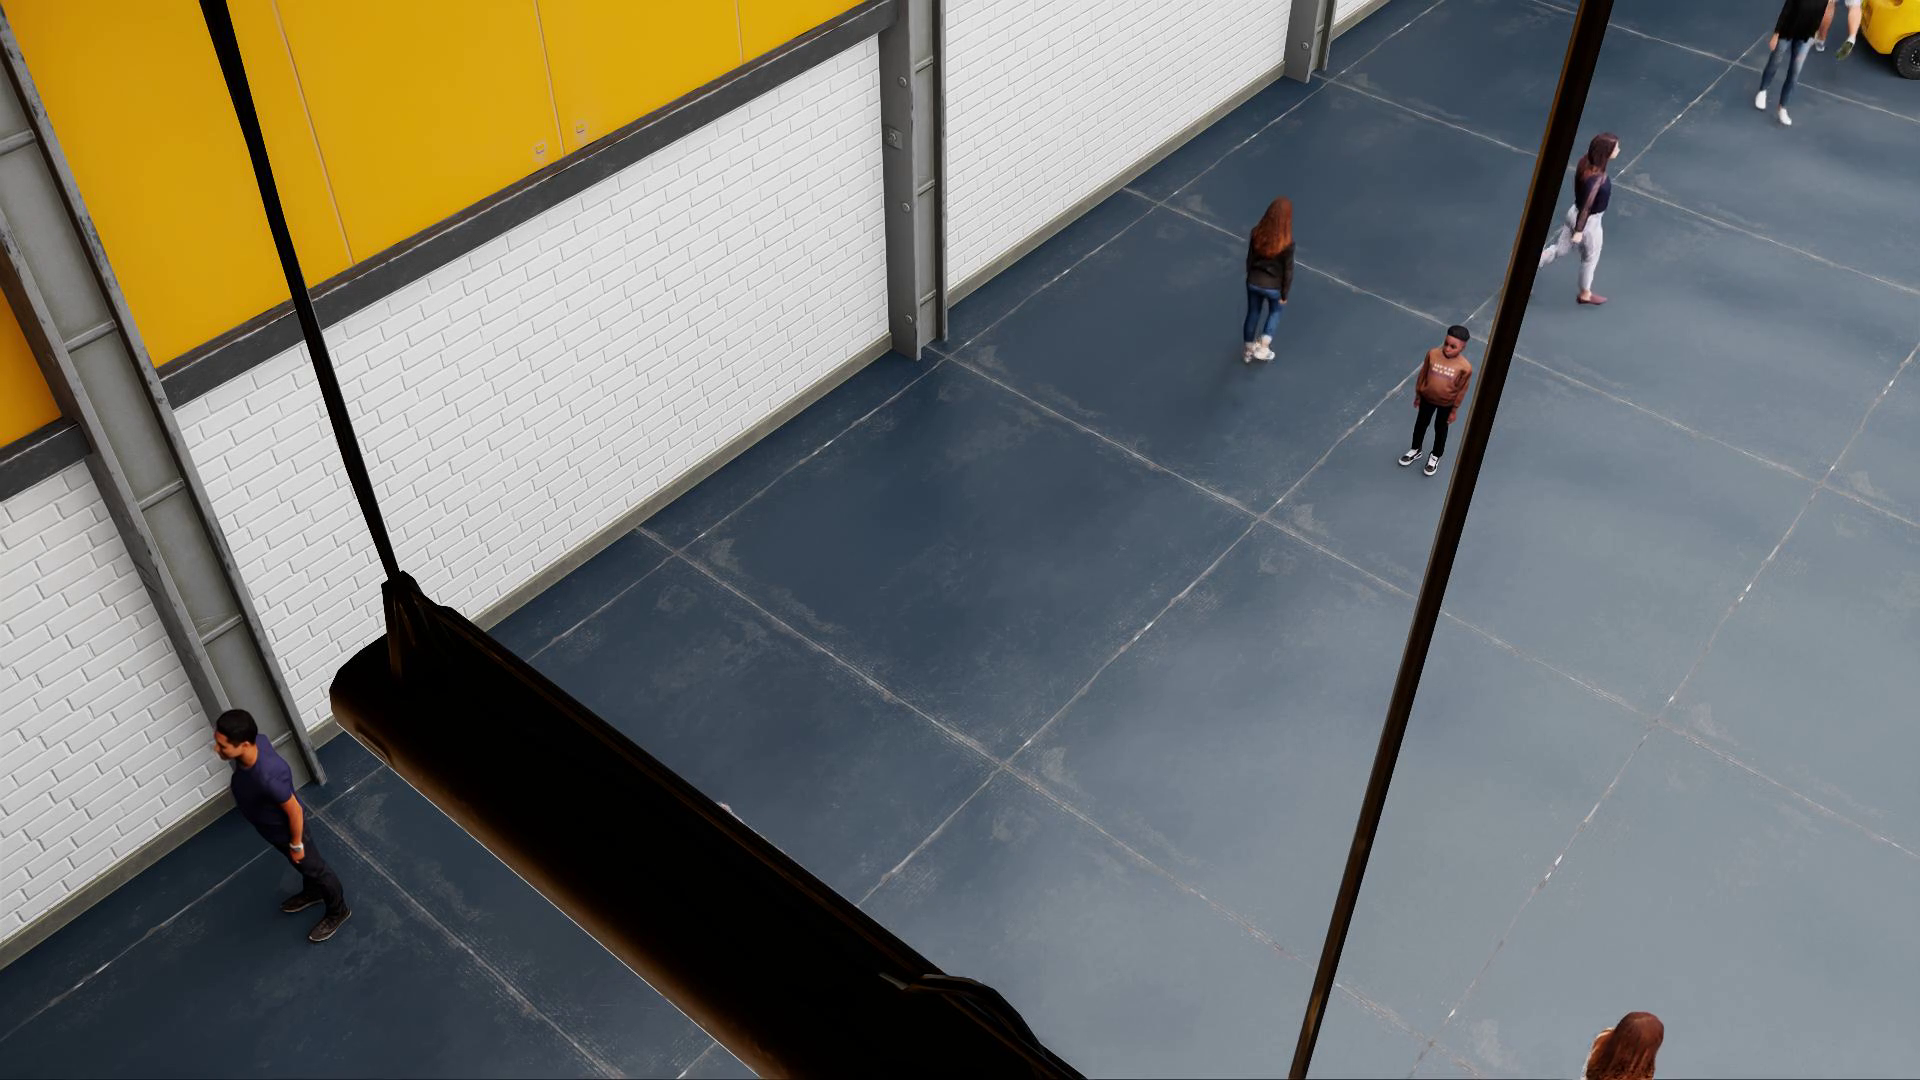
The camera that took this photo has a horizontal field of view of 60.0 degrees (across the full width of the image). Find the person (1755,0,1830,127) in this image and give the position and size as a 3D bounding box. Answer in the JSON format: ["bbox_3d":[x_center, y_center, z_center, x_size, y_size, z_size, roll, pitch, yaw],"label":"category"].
[{"bbox_3d":[7.971,-4.874,15.920,0.901,1.616,1.015,5,44,5],"label":"person"}]

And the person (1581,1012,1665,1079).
[{"bbox_3d":[2.945,2.756,7.840,0.974,1.715,0.951,0,44,0],"label":"person"}]

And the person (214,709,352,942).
[{"bbox_3d":[-3.697,1.525,9.075,0.662,1.793,0.538,34,53,30],"label":"person"}]

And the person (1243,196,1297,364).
[{"bbox_3d":[2.364,-1.975,12.982,0.615,1.472,0.588,20,47,20],"label":"person"}]

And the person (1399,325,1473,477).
[{"bbox_3d":[3.512,-1.045,12.163,0.529,1.254,0.492,27,50,25],"label":"person"}]

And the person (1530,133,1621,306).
[{"bbox_3d":[5.014,-2.597,13.554,1.017,1.582,1.052,4,44,5],"label":"person"}]
